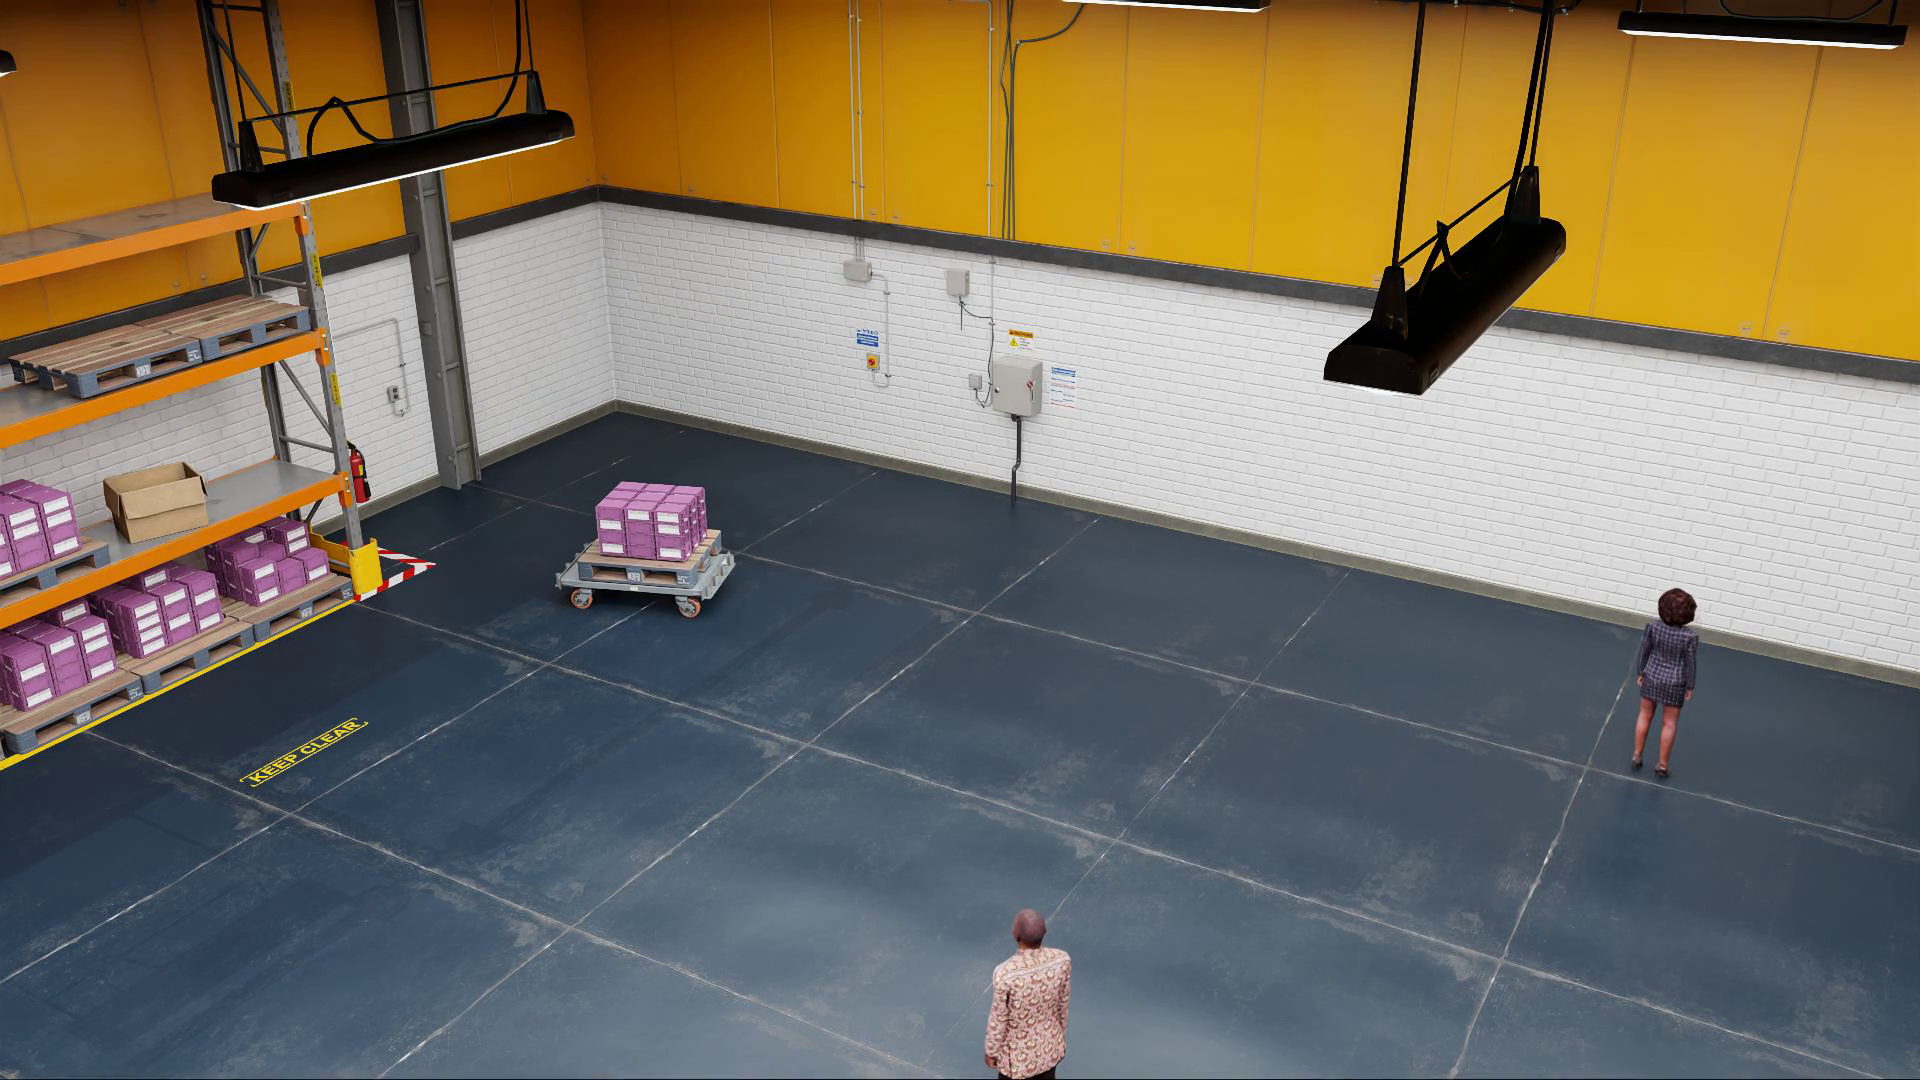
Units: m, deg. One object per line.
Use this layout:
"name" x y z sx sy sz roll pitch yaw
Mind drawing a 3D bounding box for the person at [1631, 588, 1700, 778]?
"person" 5.809 1.181 13.714 0.651 1.702 0.599 19 30 36

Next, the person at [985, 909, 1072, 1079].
"person" 0.394 2.923 9.603 0.708 1.804 0.831 -13 27 -28
